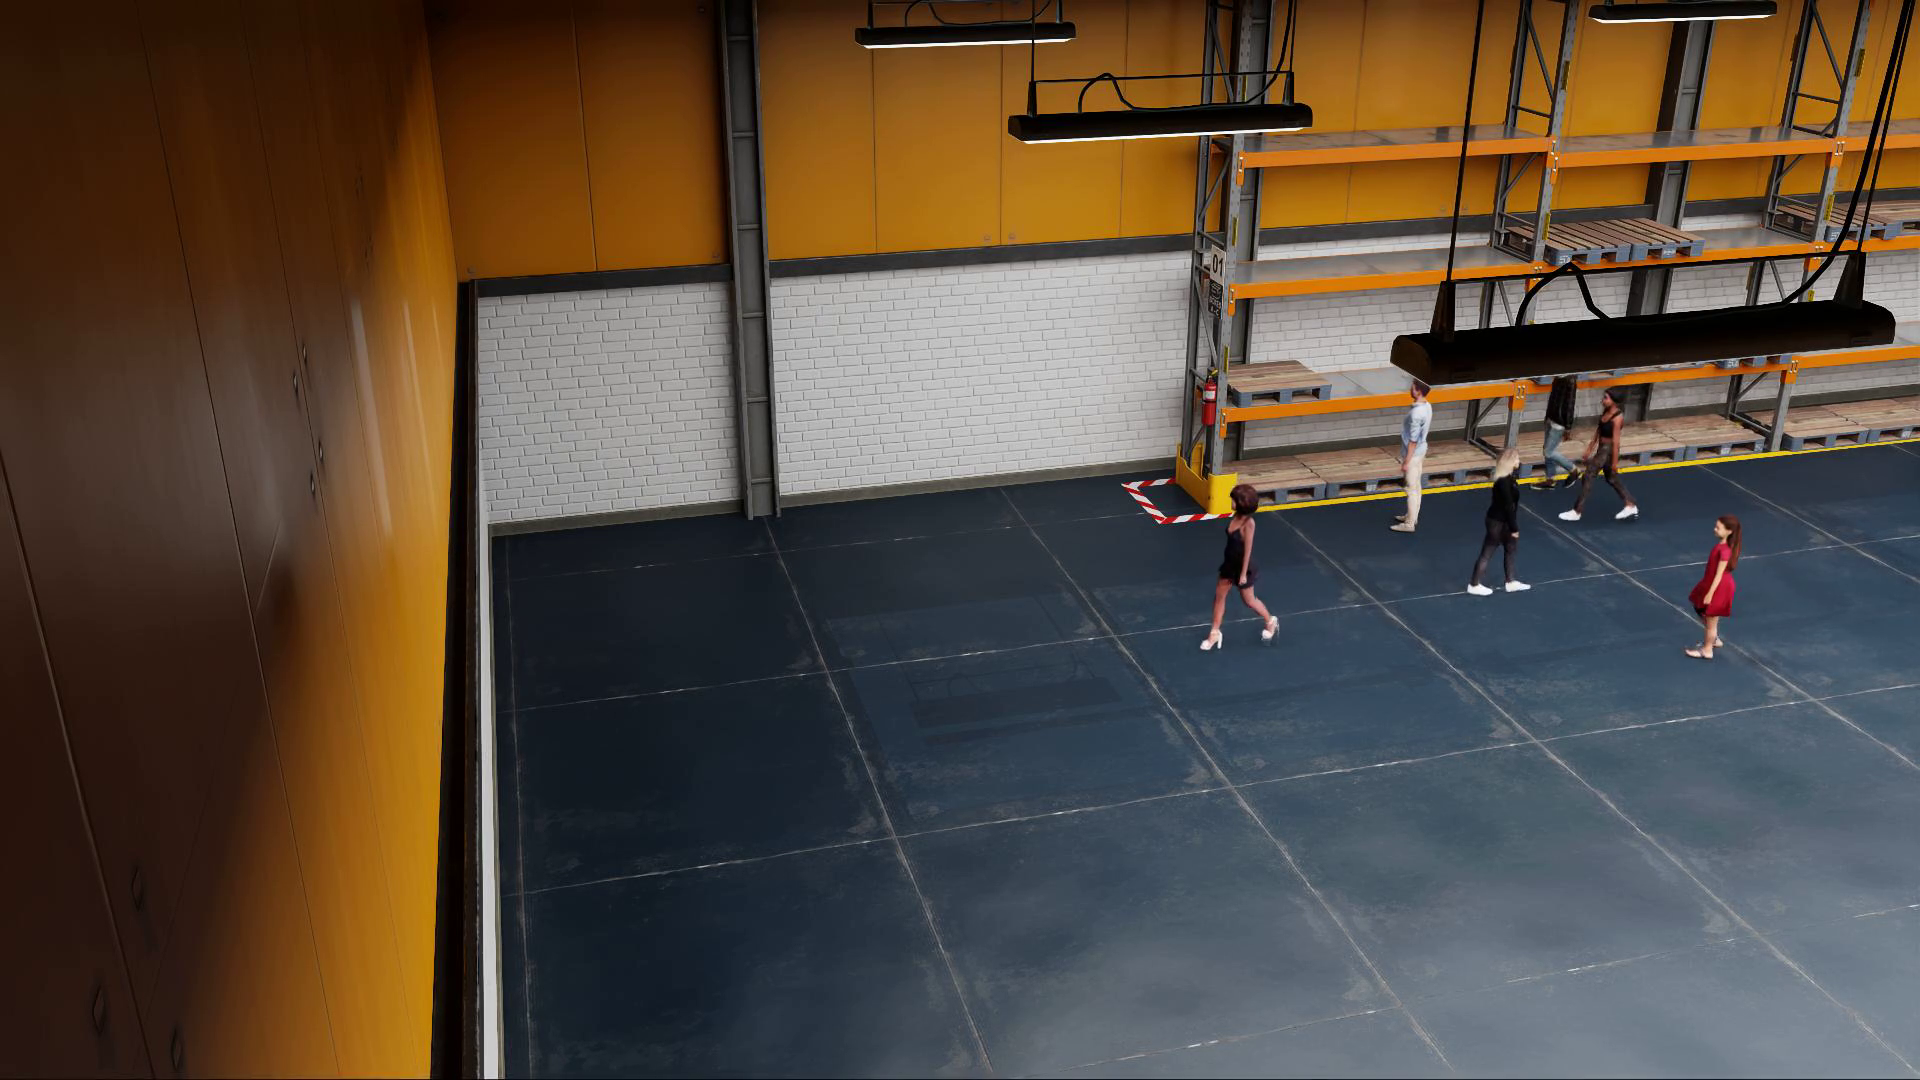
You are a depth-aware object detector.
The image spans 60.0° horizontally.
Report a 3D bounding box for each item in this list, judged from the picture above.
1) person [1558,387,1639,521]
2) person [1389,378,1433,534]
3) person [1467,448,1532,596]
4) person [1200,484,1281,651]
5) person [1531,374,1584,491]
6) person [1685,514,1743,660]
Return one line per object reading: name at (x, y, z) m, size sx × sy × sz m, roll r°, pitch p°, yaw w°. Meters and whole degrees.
person at (7.686, -0.980, 19.536) m, size 1.213 × 1.652 × 0.859 m, roll 2°, pitch 24°, yaw 5°
person at (5.284, -0.996, 19.330) m, size 0.785 × 1.847 × 0.728 m, roll 13°, pitch 27°, yaw 27°
person at (5.620, -0.168, 17.666) m, size 1.005 × 1.663 × 0.869 m, roll 6°, pitch 24°, yaw 14°
person at (2.849, 0.291, 16.499) m, size 1.081 × 1.755 × 0.606 m, roll -8°, pitch 25°, yaw -18°
person at (7.440, -1.430, 20.378) m, size 0.896 × 1.803 × 0.823 m, roll 0°, pitch 24°, yaw 1°
person at (7.521, 0.468, 16.356) m, size 0.764 × 1.546 × 0.705 m, roll 9°, pitch 25°, yaw 20°
